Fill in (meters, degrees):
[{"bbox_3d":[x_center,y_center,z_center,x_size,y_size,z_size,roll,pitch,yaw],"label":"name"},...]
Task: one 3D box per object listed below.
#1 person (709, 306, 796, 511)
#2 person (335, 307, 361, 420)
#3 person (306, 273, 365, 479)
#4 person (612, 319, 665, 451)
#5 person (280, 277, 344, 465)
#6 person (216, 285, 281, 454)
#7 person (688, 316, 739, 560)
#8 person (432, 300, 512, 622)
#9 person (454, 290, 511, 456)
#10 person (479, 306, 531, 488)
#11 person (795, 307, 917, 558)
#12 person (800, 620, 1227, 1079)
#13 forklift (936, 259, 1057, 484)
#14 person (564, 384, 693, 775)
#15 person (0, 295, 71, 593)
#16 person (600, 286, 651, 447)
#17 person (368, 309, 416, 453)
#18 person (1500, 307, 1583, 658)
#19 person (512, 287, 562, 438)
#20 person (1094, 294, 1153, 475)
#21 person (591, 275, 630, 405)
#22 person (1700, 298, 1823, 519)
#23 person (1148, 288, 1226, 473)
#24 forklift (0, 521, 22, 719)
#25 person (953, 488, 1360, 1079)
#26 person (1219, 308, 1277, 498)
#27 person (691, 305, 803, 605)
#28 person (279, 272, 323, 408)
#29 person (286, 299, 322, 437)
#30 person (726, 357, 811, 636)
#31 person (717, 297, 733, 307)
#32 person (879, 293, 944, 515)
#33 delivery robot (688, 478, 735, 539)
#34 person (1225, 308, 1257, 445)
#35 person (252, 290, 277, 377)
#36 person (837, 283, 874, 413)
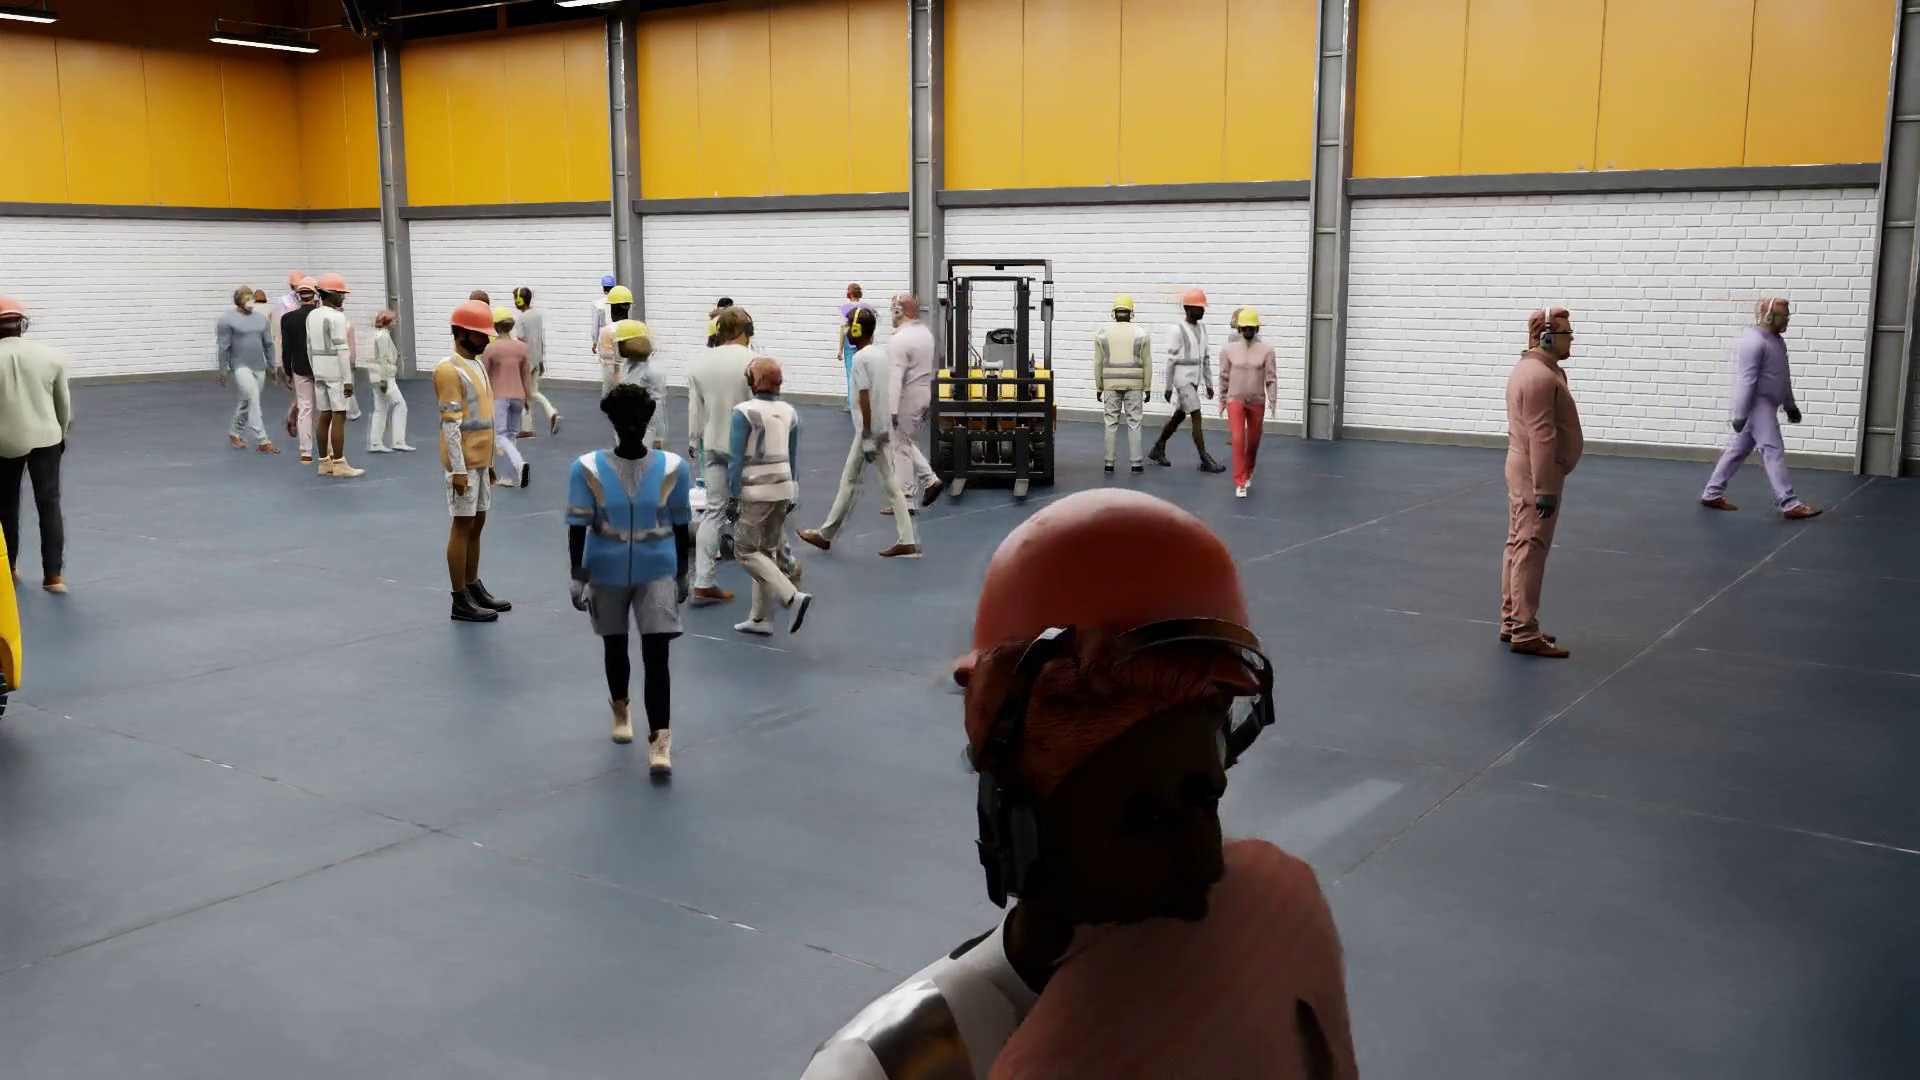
[{"bbox_3d":[-1.798,-1.006,13.594,0.929,1.803,0.519,3,10,17],"label":"person"},{"bbox_3d":[-8.336,-2.375,22.310,0.538,1.604,0.757,-1,10,-6],"label":"person"},{"bbox_3d":[-6.239,-1.636,16.604,0.615,2.038,0.395,8,12,39],"label":"person"},{"bbox_3d":[-2.396,-0.820,12.676,0.497,1.717,0.518,-9,13,-44],"label":"person"},{"bbox_3d":[-6.862,-1.787,17.670,0.611,1.985,0.393,-2,10,-12],"label":"person"},{"bbox_3d":[-8.096,-1.938,18.855,0.996,1.900,0.644,6,11,30],"label":"person"},{"bbox_3d":[-1.713,-0.735,12.065,0.534,1.765,0.323,-4,10,-22],"label":"person"},{"bbox_3d":[-2.934,-0.477,10.044,0.372,1.928,0.543,1,10,3],"label":"person"},{"bbox_3d":[-5.261,-1.829,18.351,0.633,1.841,0.429,-5,11,-28],"label":"person"},{"bbox_3d":[-4.255,-1.333,15.680,0.530,1.743,0.703,-9,13,-43],"label":"person"},{"bbox_3d":[-0.732,-0.776,12.134,0.961,1.821,0.528,4,10,24],"label":"person"},{"bbox_3d":[0.104,0.981,1.491,0.352,1.883,0.580,8,13,41],"label":"person"},{"bbox_3d":[0.370,-1.738,16.759,1.214,2.155,2.313,1,10,3],"label":"forklift"},{"bbox_3d":[-1.420,0.144,7.174,0.539,1.647,0.901,-2,10,-10],"label":"person"},{"bbox_3d":[-6.223,-0.649,11.046,0.608,1.924,1.060,-7,12,-34],"label":"person"},{"bbox_3d":[-3.165,-1.424,15.678,0.364,1.928,0.586,6,11,32],"label":"person"},{"bbox_3d":[-6.405,-1.786,18.732,0.618,1.611,0.531,-5,11,-26],"label":"person"},{"bbox_3d":[3.213,-0.324,9.186,0.406,1.910,0.639,2,10,10],"label":"person"},{"bbox_3d":[-5.193,-2.142,20.168,0.592,1.851,0.557,4,10,22],"label":"person"},{"bbox_3d":[1.653,-1.567,16.818,0.588,1.831,0.404,2,10,11],"label":"person"},{"bbox_3d":[-5.224,-2.980,24.886,0.605,1.949,0.401,-5,11,-29],"label":"person"},{"bbox_3d":[6.826,-1.122,14.120,1.015,1.852,0.657,7,12,37],"label":"person"},{"bbox_3d":[2.337,-1.662,17.249,1.028,1.887,0.560,9,13,42],"label":"person"},{"bbox_3d":[-5.296,-0.090,6.943,1.214,2.155,2.313,7,12,35],"label":"forklift"},{"bbox_3d":[0.160,0.940,1.481,0.439,1.965,0.687,4,10,24],"label":"person"},{"bbox_3d":[2.668,-1.295,15.486,0.527,1.740,0.811,1,10,3],"label":"person"},{"bbox_3d":[-1.425,-0.550,10.624,0.639,1.881,0.999,4,11,25],"label":"person"},{"bbox_3d":[-9.517,-2.882,24.152,0.610,1.989,1.034,-5,11,-26],"label":"person"},{"bbox_3d":[-7.728,-2.083,19.759,0.700,1.882,0.673,7,12,34],"label":"person"},{"bbox_3d":[-1.070,-0.233,9.483,0.532,1.618,0.536,7,12,34],"label":"person"},{"bbox_3d":[-3.219,-2.453,22.552,0.583,1.681,0.540,5,11,27],"label":"person"},{"bbox_3d":[-0.442,-1.148,14.151,0.472,1.887,0.722,4,10,22],"label":"person"},{"bbox_3d":[-1.895,-0.215,12.280,0.707,0.478,0.477,3,10,19],"label":"delivery robot"},{"bbox_3d":[3.291,-1.884,19.334,0.514,1.615,0.461,-9,13,-42],"label":"person"},{"bbox_3d":[-12.896,-3.805,30.750,0.503,1.630,0.268,-7,12,-37],"label":"person"},{"bbox_3d":[-1.472,-2.727,23.689,0.570,1.841,0.373,-7,12,-35],"label":"person"}]
